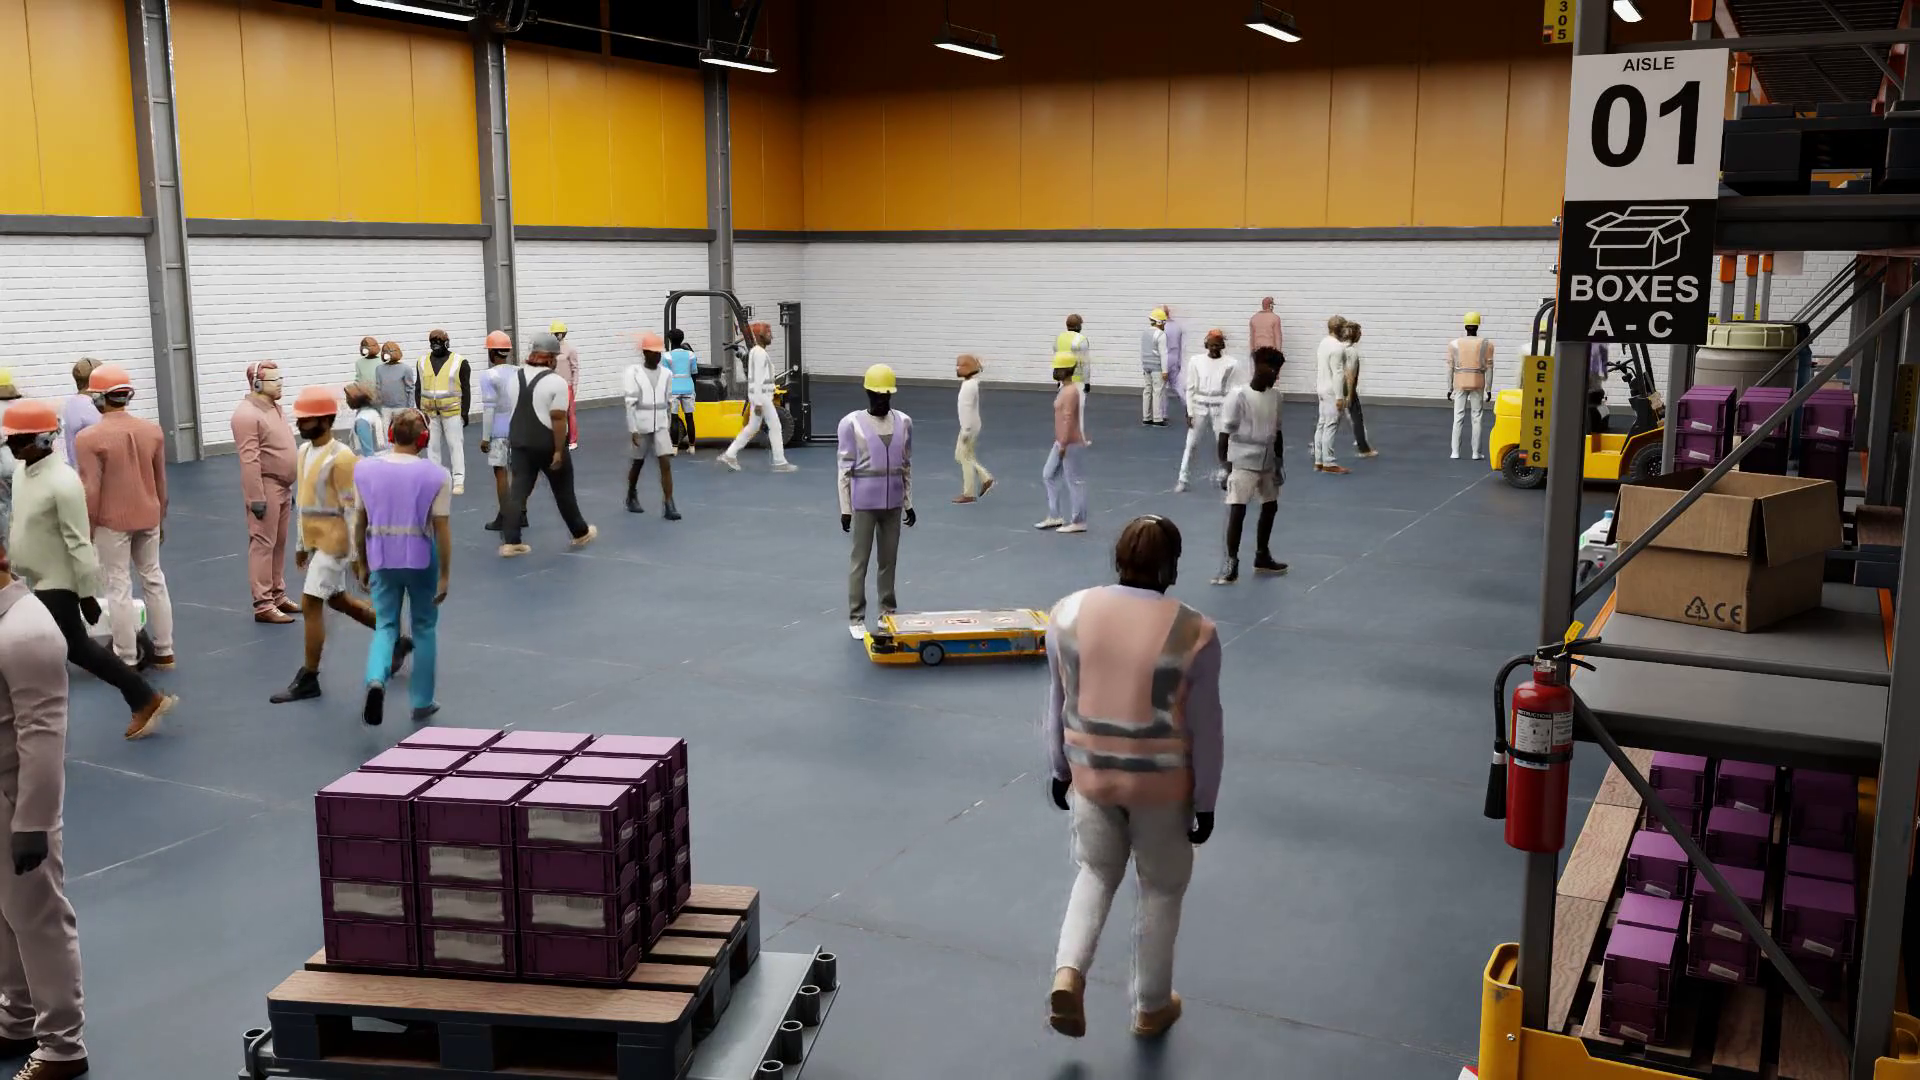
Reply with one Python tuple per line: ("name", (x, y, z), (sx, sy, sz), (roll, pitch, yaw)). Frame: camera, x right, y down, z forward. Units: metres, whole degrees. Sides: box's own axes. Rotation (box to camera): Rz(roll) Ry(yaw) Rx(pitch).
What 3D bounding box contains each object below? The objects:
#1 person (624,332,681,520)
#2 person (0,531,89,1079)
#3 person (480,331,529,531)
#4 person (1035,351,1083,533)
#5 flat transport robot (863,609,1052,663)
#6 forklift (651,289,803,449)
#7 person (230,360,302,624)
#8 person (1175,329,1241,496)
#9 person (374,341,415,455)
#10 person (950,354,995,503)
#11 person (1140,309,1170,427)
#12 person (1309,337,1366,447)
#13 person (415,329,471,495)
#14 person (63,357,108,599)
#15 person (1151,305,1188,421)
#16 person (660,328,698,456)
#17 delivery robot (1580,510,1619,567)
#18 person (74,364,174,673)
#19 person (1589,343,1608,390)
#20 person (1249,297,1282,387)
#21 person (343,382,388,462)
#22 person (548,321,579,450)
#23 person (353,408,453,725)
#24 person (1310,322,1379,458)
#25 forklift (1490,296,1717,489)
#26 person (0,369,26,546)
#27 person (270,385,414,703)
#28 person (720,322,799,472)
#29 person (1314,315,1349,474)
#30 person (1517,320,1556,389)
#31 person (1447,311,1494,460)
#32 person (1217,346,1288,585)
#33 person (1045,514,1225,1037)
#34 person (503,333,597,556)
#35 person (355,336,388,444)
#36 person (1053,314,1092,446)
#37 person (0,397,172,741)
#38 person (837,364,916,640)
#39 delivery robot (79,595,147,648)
("person", (-3.182, -1.172, 16.969), (0.549, 1.899, 0.971), (-6, 12, -32))
("person", (-3.082, 0.834, 5.311), (0.639, 1.902, 0.407), (8, 13, 40))
("person", (-4.437, -1.037, 16.146), (0.357, 1.899, 0.542), (6, 11, 31))
("person", (0.929, -0.934, 15.966), (0.585, 1.749, 0.552), (-1, 10, -3))
("flat transport robot", (0.087, 0.635, 11.170), (1.431, 0.197, 0.652), (-1, 10, -9))
("forklift", (-3.358, -2.392, 23.136), (2.313, 2.155, 1.214), (-1, 10, -5))
("person", (-5.032, -0.355, 12.174), (0.407, 1.910, 0.639), (-1, 10, -3))
("person", (2.792, -1.417, 18.502), (0.693, 1.868, 0.457), (3, 10, 14))
("person", (-6.815, -1.580, 20.052), (0.508, 1.632, 0.264), (2, 10, 11))
("person", (0.111, -1.186, 17.825), (0.398, 1.620, 0.500), (0, 10, -1))
("person", (3.032, -2.655, 25.709), (0.404, 1.827, 0.600), (-6, 11, -30))
("person", (5.309, -2.090, 23.110), (0.842, 1.600, 0.514), (-5, 11, -26))
("person", (-5.759, -1.416, 18.506), (0.621, 1.845, 0.429), (0, 10, 2))
("person", (-6.272, -0.359, 12.104), (0.362, 1.938, 0.635), (-9, 13, -41))
("person", (3.335, -2.801, 26.438), (0.649, 1.876, 0.714), (-9, 13, -42))
("person", (-3.723, -1.953, 22.039), (0.532, 1.694, 0.319), (-6, 12, -33))
("delivery robot", (5.380, -0.002, 13.767), (0.477, 0.478, 0.707), (6, 12, 31))
("person", (-5.299, -0.117, 10.538), (0.388, 1.993, 0.615), (5, 11, 25))
("person", (9.191, -2.463, 24.178), (0.836, 1.989, 0.410), (-1, 10, -8))
("person", (5.477, -3.376, 29.665), (0.637, 1.909, 0.403), (9, 14, 43))
("person", (-5.126, -0.579, 14.400), (0.892, 1.576, 0.539), (0, 10, -2))
("person", (-5.456, -2.106, 22.719), (0.533, 1.768, 0.311), (4, 10, 20))
("person", (-3.150, 0.168, 9.403), (0.588, 1.816, 0.656), (0, 10, -2))
("person", (5.011, -1.940, 21.683), (0.957, 1.806, 0.536), (-4, 10, -20))
("forklift", (7.296, -1.677, 18.993), (2.313, 2.155, 1.214), (5, 11, 27))
("person", (-8.205, -0.633, 14.412), (0.956, 1.691, 0.486), (8, 13, 40))
("person", (-3.801, -0.005, 10.176), (0.932, 1.912, 0.549), (-9, 13, -43))
("person", (-2.497, -1.739, 20.369), (0.926, 1.851, 0.585), (-2, 10, -11))
("person", (4.538, -1.774, 20.298), (0.352, 1.937, 0.635), (-1, 10, -6))
("person", (7.747, -2.033, 22.204), (0.622, 1.811, 0.655), (4, 10, 21))
("person", (6.621, -1.998, 21.618), (0.588, 1.930, 0.363), (4, 11, 21))
("person", (2.411, -0.614, 13.623), (0.894, 1.933, 0.413), (-7, 12, -33))
("person", (0.562, 0.827, 5.576), (0.641, 1.823, 0.584), (5, 11, 26))
("person", (-3.749, -0.900, 14.941), (0.691, 2.000, 1.030), (5, 11, 24))
("person", (-7.460, -1.771, 21.163), (0.502, 1.632, 0.279), (3, 10, 15))
("person", (1.589, -2.223, 23.181), (0.429, 1.841, 0.633), (-9, 13, -41))
("person", (-4.734, 0.201, 8.839), (0.618, 1.957, 0.972), (9, 14, 44))
("person", (-0.565, -0.267, 11.613), (0.594, 1.922, 0.385), (-6, 12, -32))
("delivery robot", (-5.614, 0.535, 10.660), (0.707, 0.478, 0.477), (-6, 11, -30))
